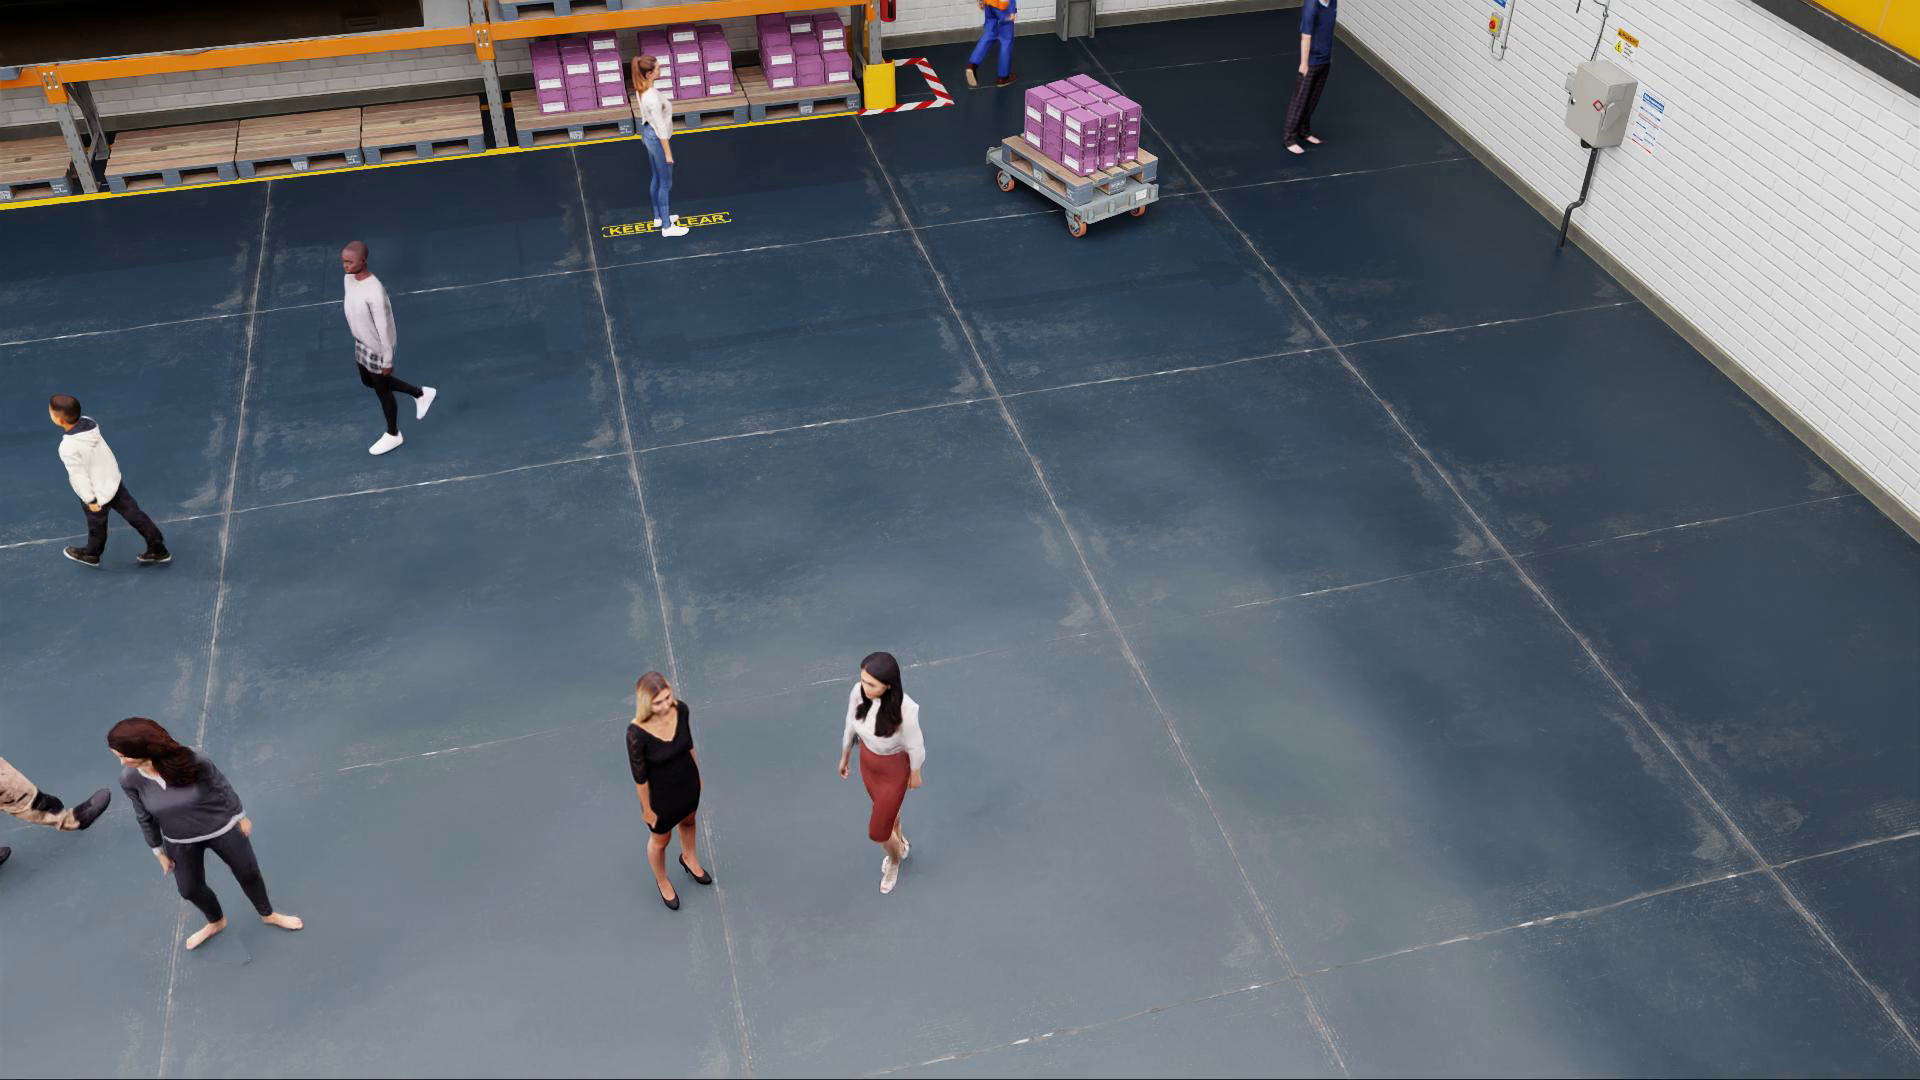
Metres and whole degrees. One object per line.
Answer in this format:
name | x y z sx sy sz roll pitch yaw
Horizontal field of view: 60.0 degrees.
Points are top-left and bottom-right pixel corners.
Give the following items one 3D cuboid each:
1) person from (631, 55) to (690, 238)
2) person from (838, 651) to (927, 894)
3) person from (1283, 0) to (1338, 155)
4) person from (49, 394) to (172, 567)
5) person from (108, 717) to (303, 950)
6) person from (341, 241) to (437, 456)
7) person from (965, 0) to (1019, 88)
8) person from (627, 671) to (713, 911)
person | -2.802 -3.655 15.392 0.597 1.720 0.648 -17 42 -20
person | -0.363 1.242 9.247 0.740 1.735 0.785 30 47 32
person | 3.565 -4.861 16.781 0.798 1.871 0.671 31 48 33
person | -5.881 -0.370 11.519 1.033 1.419 0.815 4 39 5
person | -3.999 1.529 8.876 0.490 1.750 0.839 -24 44 -27
person | -4.383 -1.505 12.665 0.890 1.763 1.020 32 48 33
person | 0.357 -5.719 17.872 1.147 1.851 1.010 -32 48 -33
person | -1.597 1.360 9.147 0.679 1.676 0.570 29 47 31
